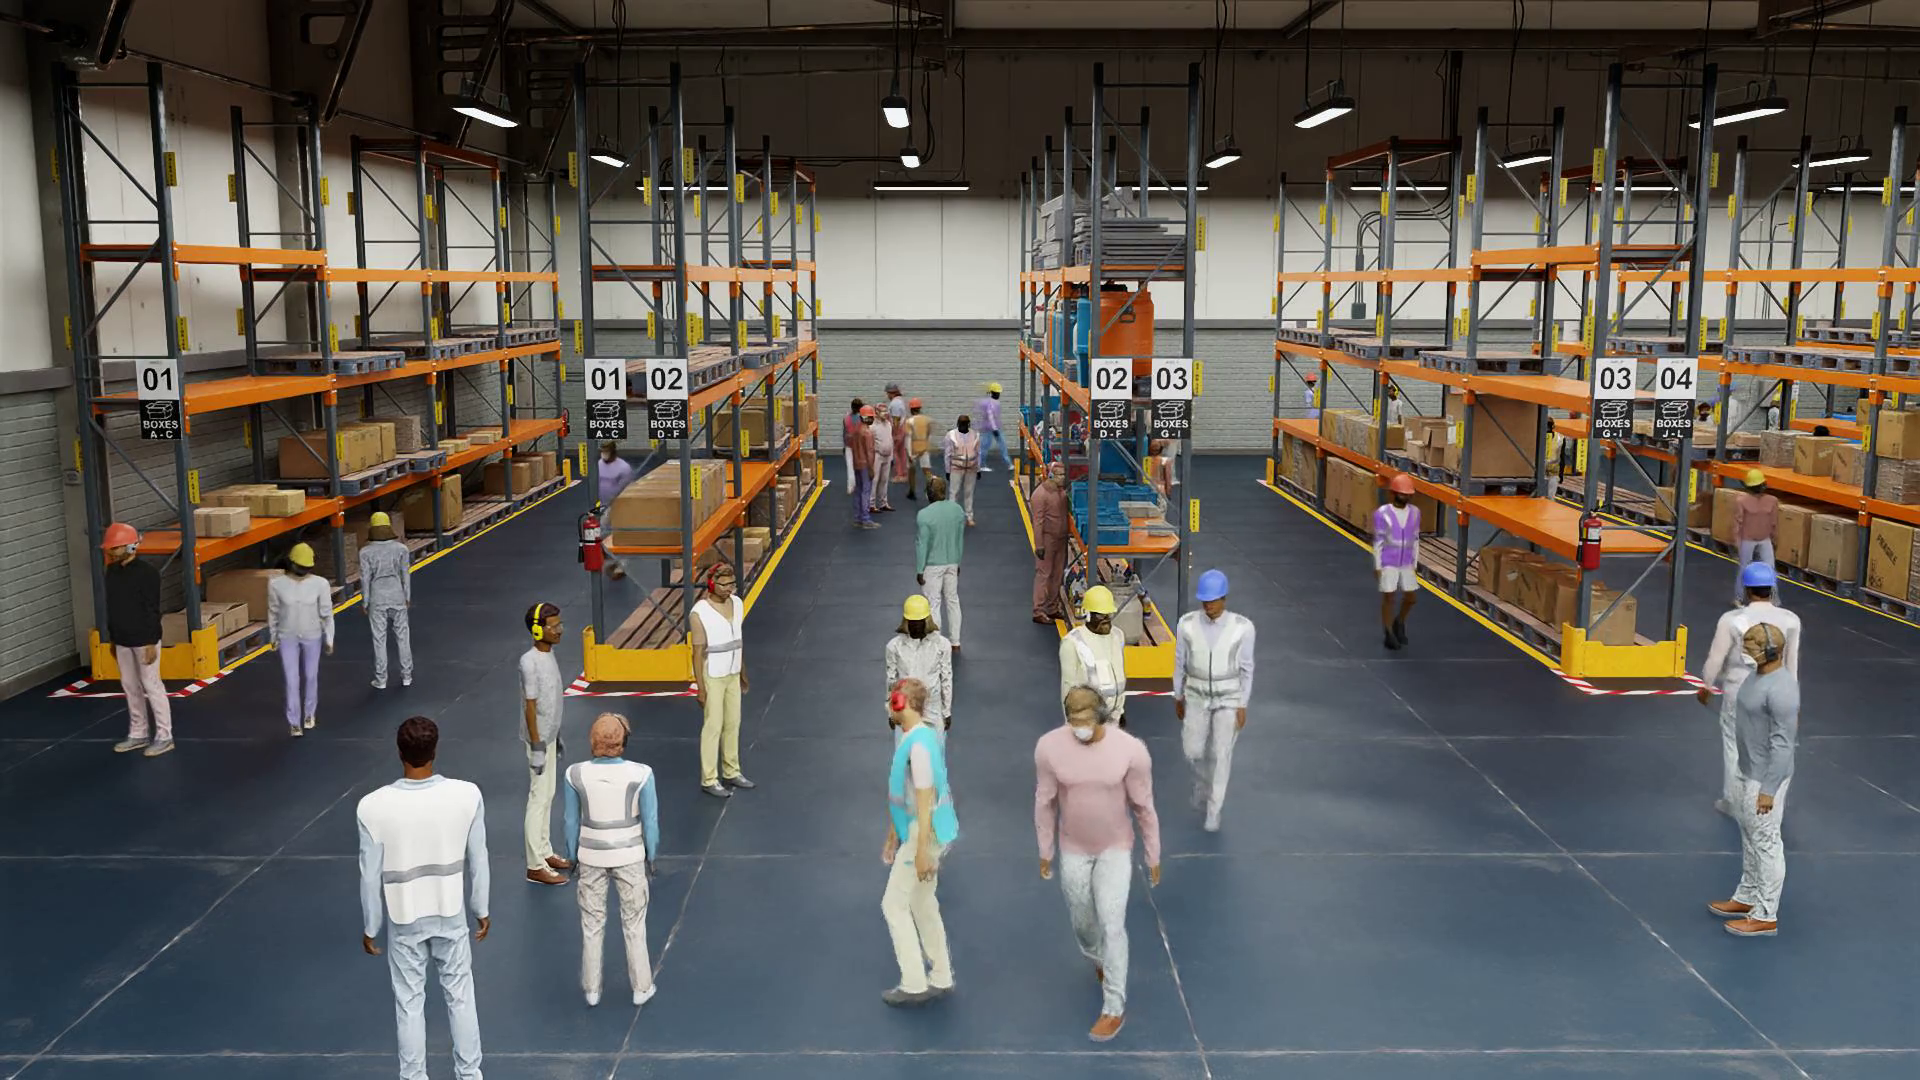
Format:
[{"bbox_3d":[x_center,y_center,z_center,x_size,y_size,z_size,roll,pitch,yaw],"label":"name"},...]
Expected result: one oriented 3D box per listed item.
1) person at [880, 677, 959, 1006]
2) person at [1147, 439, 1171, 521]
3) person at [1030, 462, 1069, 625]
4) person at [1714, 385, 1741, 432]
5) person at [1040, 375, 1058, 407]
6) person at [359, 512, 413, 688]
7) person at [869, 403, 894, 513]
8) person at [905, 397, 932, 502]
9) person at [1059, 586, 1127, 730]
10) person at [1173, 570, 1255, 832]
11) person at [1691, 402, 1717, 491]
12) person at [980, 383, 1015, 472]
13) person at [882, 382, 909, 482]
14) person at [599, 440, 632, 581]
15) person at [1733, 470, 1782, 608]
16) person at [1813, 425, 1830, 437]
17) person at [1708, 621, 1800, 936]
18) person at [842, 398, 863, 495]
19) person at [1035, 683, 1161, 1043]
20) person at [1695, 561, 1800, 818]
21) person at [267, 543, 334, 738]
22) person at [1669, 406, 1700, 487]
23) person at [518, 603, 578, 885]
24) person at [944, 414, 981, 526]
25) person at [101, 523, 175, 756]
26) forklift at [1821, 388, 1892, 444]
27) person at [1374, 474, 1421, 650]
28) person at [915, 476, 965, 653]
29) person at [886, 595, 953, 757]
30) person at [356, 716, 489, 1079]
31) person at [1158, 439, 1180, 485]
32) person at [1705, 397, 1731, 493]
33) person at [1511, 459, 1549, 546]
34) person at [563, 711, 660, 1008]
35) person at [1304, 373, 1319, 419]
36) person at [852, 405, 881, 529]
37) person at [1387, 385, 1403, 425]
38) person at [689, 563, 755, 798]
[{"bbox_3d":[-0.247,1.671,9.189,0.485,1.798,0.669,0,9,3],"label":"person"},{"bbox_3d":[2.917,-0.684,24.827,0.515,1.642,0.314,7,11,36],"label":"person"},{"bbox_3d":[1.084,0.028,19.436,0.400,1.900,0.644,6,11,34],"label":"person"},{"bbox_3d":[16.151,-2.345,34.921,0.628,1.846,1.174,-2,9,-10],"label":"person"},{"bbox_3d":[1.955,-2.778,37.196,0.393,1.985,0.611,-5,10,-31],"label":"person"},{"bbox_3d":[-5.643,0.587,16.344,0.484,1.736,0.311,-5,10,-30],"label":"person"},{"bbox_3d":[-1.368,-1.414,28.710,0.399,1.900,0.647,7,11,38],"label":"person"},{"bbox_3d":[-0.708,-1.628,30.097,0.553,1.907,0.900,-4,10,-26],"label":"person"},{"bbox_3d":[0.981,1.225,11.927,0.602,1.830,0.404,-8,12,-40],"label":"person"},{"bbox_3d":[1.840,1.154,12.104,0.605,1.924,0.510,3,9,18],"label":"person"},{"bbox_3d":[13.077,-1.501,29.365,0.529,1.866,0.312,1,9,4],"label":"person"},{"bbox_3d":[0.781,-2.335,34.666,0.947,1.876,0.597,6,10,32],"label":"person"},{"bbox_3d":[-1.267,-2.163,33.056,0.577,2.000,0.704,1,9,6],"label":"person"},{"bbox_3d":[-4.639,-0.395,22.045,0.648,1.917,0.466,4,10,23],"label":"person"},{"bbox_3d":[9.595,0.029,20.023,0.561,1.720,0.653,1,9,6],"label":"person"},{"bbox_3d":[13.737,-0.989,26.612,0.318,1.696,0.532,4,10,22],"label":"person"},{"bbox_3d":[4.884,1.448,10.168,0.373,1.937,0.629,2,9,10],"label":"person"},{"bbox_3d":[-1.910,-1.783,31.365,0.648,1.817,0.790,3,9,16],"label":"person"},{"bbox_3d":[0.755,1.653,8.985,0.688,1.903,0.776,2,9,15],"label":"person"},{"bbox_3d":[5.841,1.111,12.330,0.640,1.932,0.496,-1,9,-6],"label":"person"},{"bbox_3d":[-5.771,0.870,14.571,0.545,1.718,0.854,-4,10,-22],"label":"person"},{"bbox_3d":[13.458,-1.663,30.954,0.580,1.701,0.825,0,9,-3],"label":"person"},{"bbox_3d":[-2.755,1.339,11.075,0.327,1.874,0.518,0,9,1],"label":"person"},{"bbox_3d":[0.057,-1.128,27.049,0.625,1.840,0.430,-2,9,-15],"label":"person"},{"bbox_3d":[-6.950,0.833,13.984,0.613,1.985,0.406,4,10,23],"label":"person"},{"bbox_3d":[20.072,-3.110,36.462,1.873,2.768,1.129,0,9,0],"label":"forklift"},{"bbox_3d":[4.725,0.240,17.967,0.560,1.920,0.399,-2,9,-11],"label":"person"},{"bbox_3d":[-0.217,0.281,17.700,0.630,1.933,0.364,-7,11,-39],"label":"person"},{"bbox_3d":[-0.295,1.249,12.096,0.486,1.736,0.322,0,9,-1],"label":"person"},{"bbox_3d":[-2.563,1.796,7.990,0.603,1.916,0.375,-4,10,-25],"label":"person"},{"bbox_3d":[4.048,-1.958,32.228,0.897,1.895,0.591,-8,12,-43],"label":"person"},{"bbox_3d":[13.599,-1.585,29.693,0.604,1.924,0.698,-6,11,-33],"label":"person"},{"bbox_3d":[8.609,-0.822,25.100,0.529,1.833,0.645,-1,9,-3],"label":"person"},{"bbox_3d":[-1.907,1.757,9.138,0.521,1.636,0.311,0,9,-1],"label":"person"},{"bbox_3d":[7.881,-2.783,37.373,0.362,1.939,0.542,8,12,42],"label":"person"},{"bbox_3d":[-1.531,-1.181,26.902,0.390,1.991,0.612,-5,10,-27],"label":"person"},{"bbox_3d":[8.956,-2.270,34.347,0.329,1.861,0.507,-2,9,-15],"label":"person"},{"bbox_3d":[-1.877,1.074,12.909,0.394,1.831,0.578,5,10,30],"label":"person"}]
